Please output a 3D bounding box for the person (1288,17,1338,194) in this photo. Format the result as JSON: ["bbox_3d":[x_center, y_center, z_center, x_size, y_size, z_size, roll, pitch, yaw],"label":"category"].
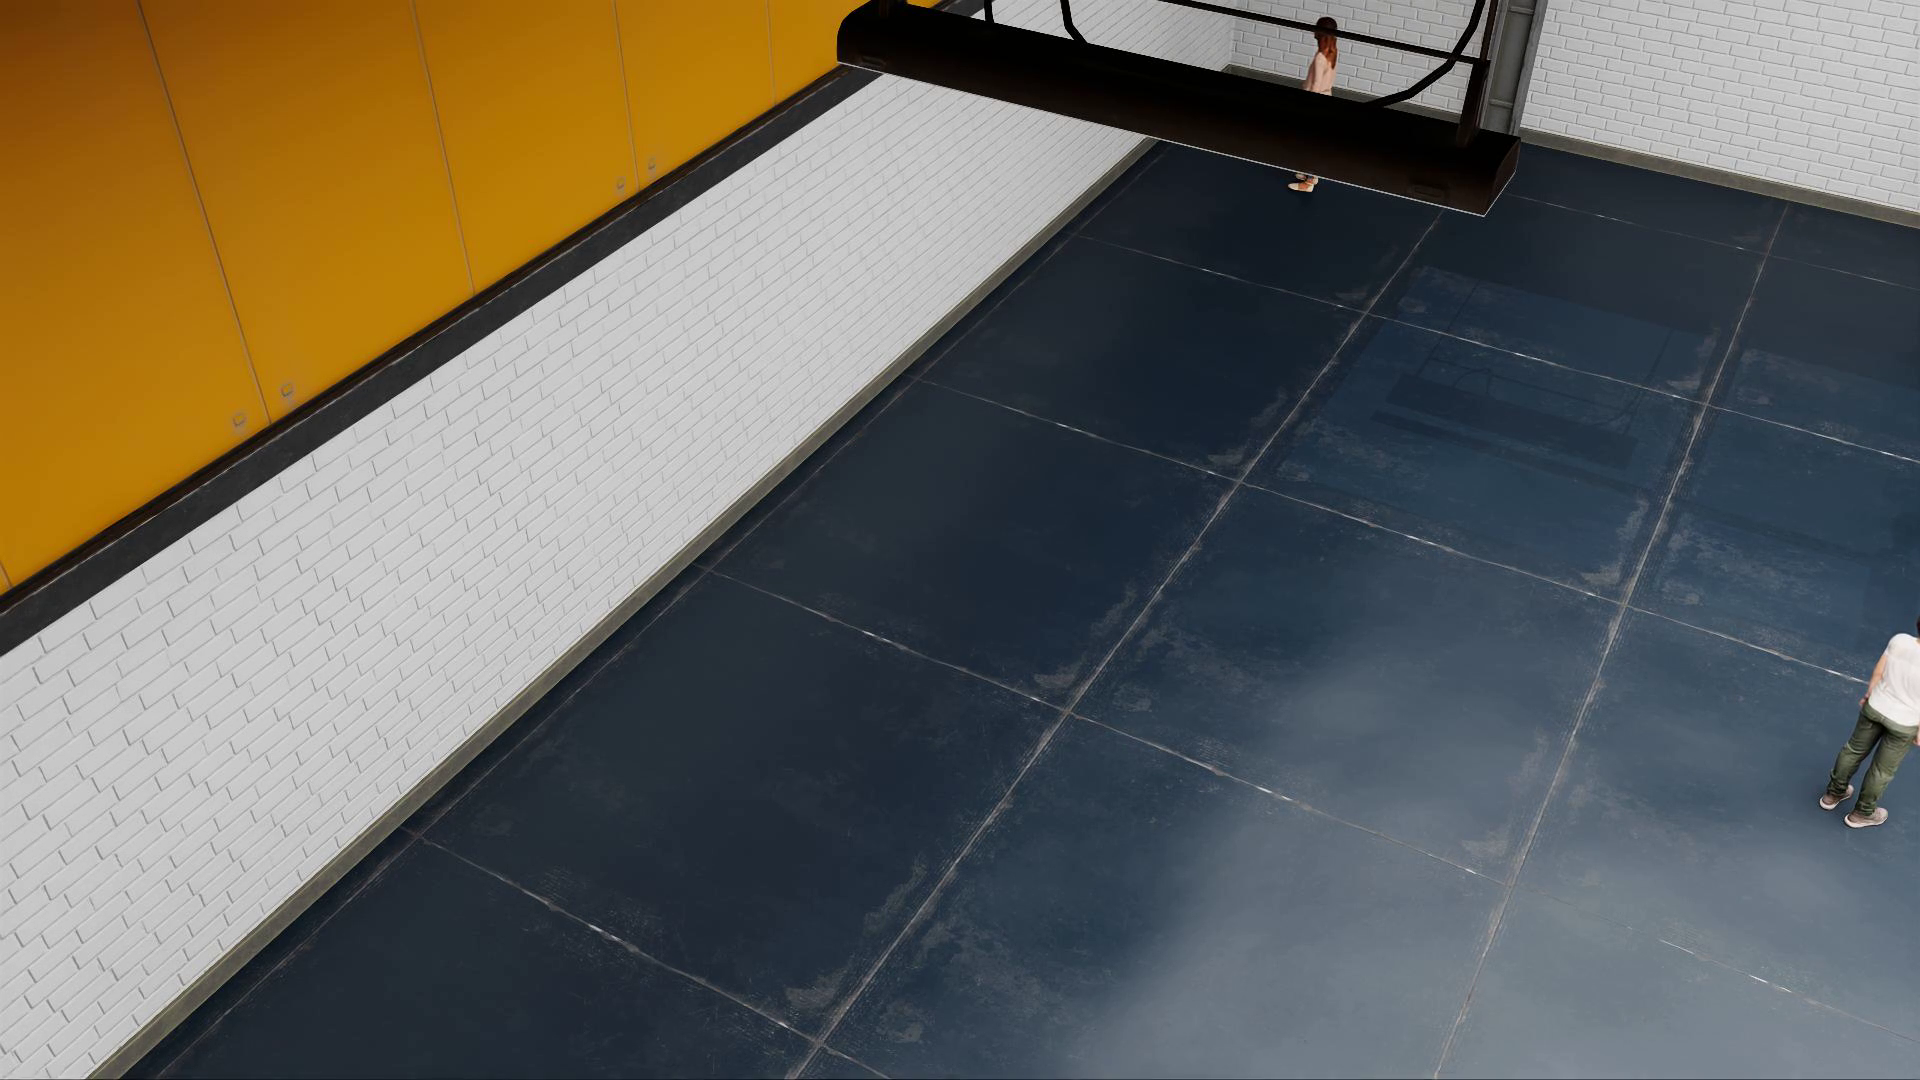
[{"bbox_3d":[3.587,-4.364,16.676,0.524,1.792,0.592,18,42,21],"label":"person"}]

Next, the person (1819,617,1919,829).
[{"bbox_3d":[5.610,1.052,10.005,0.727,1.654,0.628,-19,42,-22],"label":"person"}]
